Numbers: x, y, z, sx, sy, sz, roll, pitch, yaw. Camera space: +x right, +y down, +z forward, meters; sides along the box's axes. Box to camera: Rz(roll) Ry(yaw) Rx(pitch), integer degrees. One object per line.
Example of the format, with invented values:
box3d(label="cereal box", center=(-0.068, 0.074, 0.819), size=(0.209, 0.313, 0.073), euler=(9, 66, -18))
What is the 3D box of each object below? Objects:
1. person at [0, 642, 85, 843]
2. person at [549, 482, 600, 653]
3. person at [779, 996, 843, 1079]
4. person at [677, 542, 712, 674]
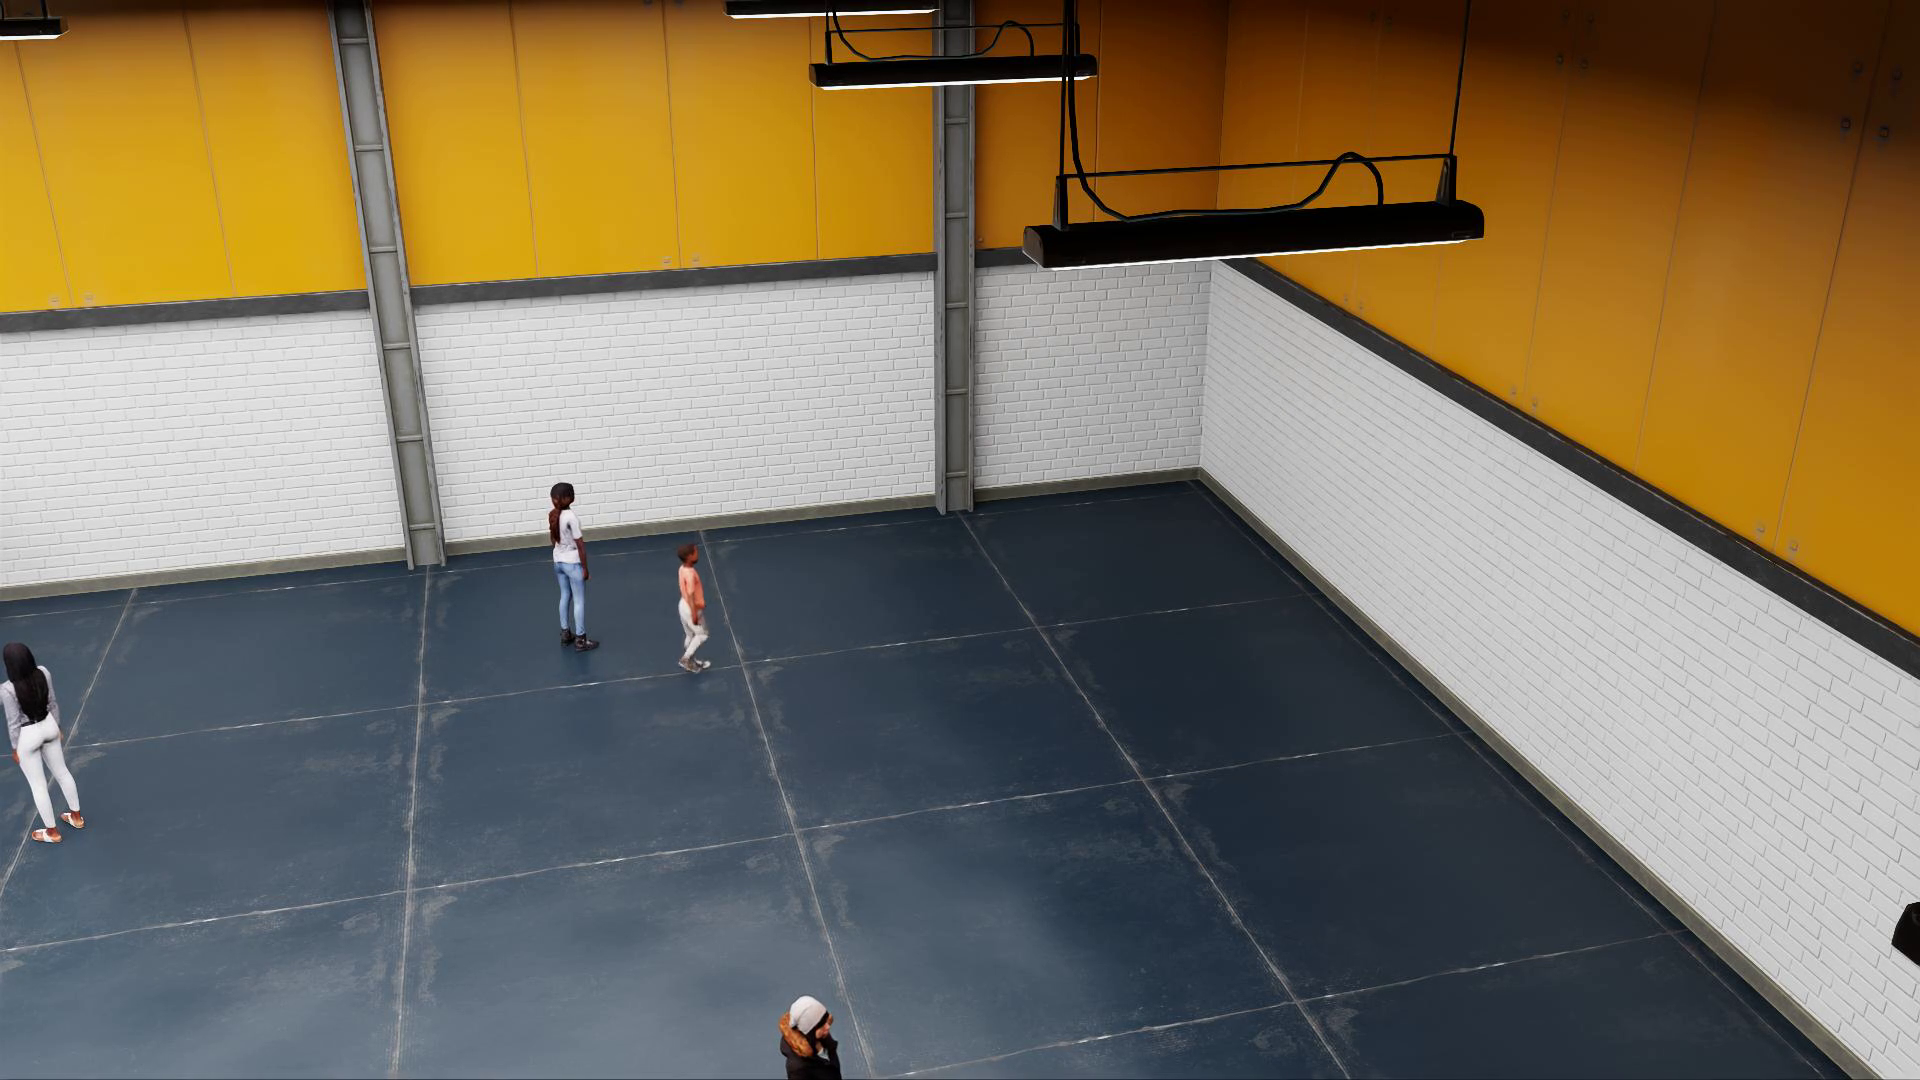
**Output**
box3d(label="person", center=(-7.281, 1.570, 13.120), size=(0.712, 1.725, 0.676), euler=(10, 26, 22))
box3d(label="person", center=(-3.794, 0.242, 16.165), size=(0.661, 1.719, 0.687), euler=(18, 29, 35))
box3d(label="person", center=(-0.822, 3.252, 9.384), size=(0.759, 1.634, 0.733), euler=(5, 24, 12))
box3d(label="person", center=(-2.608, 0.653, 15.753), size=(0.546, 1.295, 0.501), euler=(-7, 25, -16))
